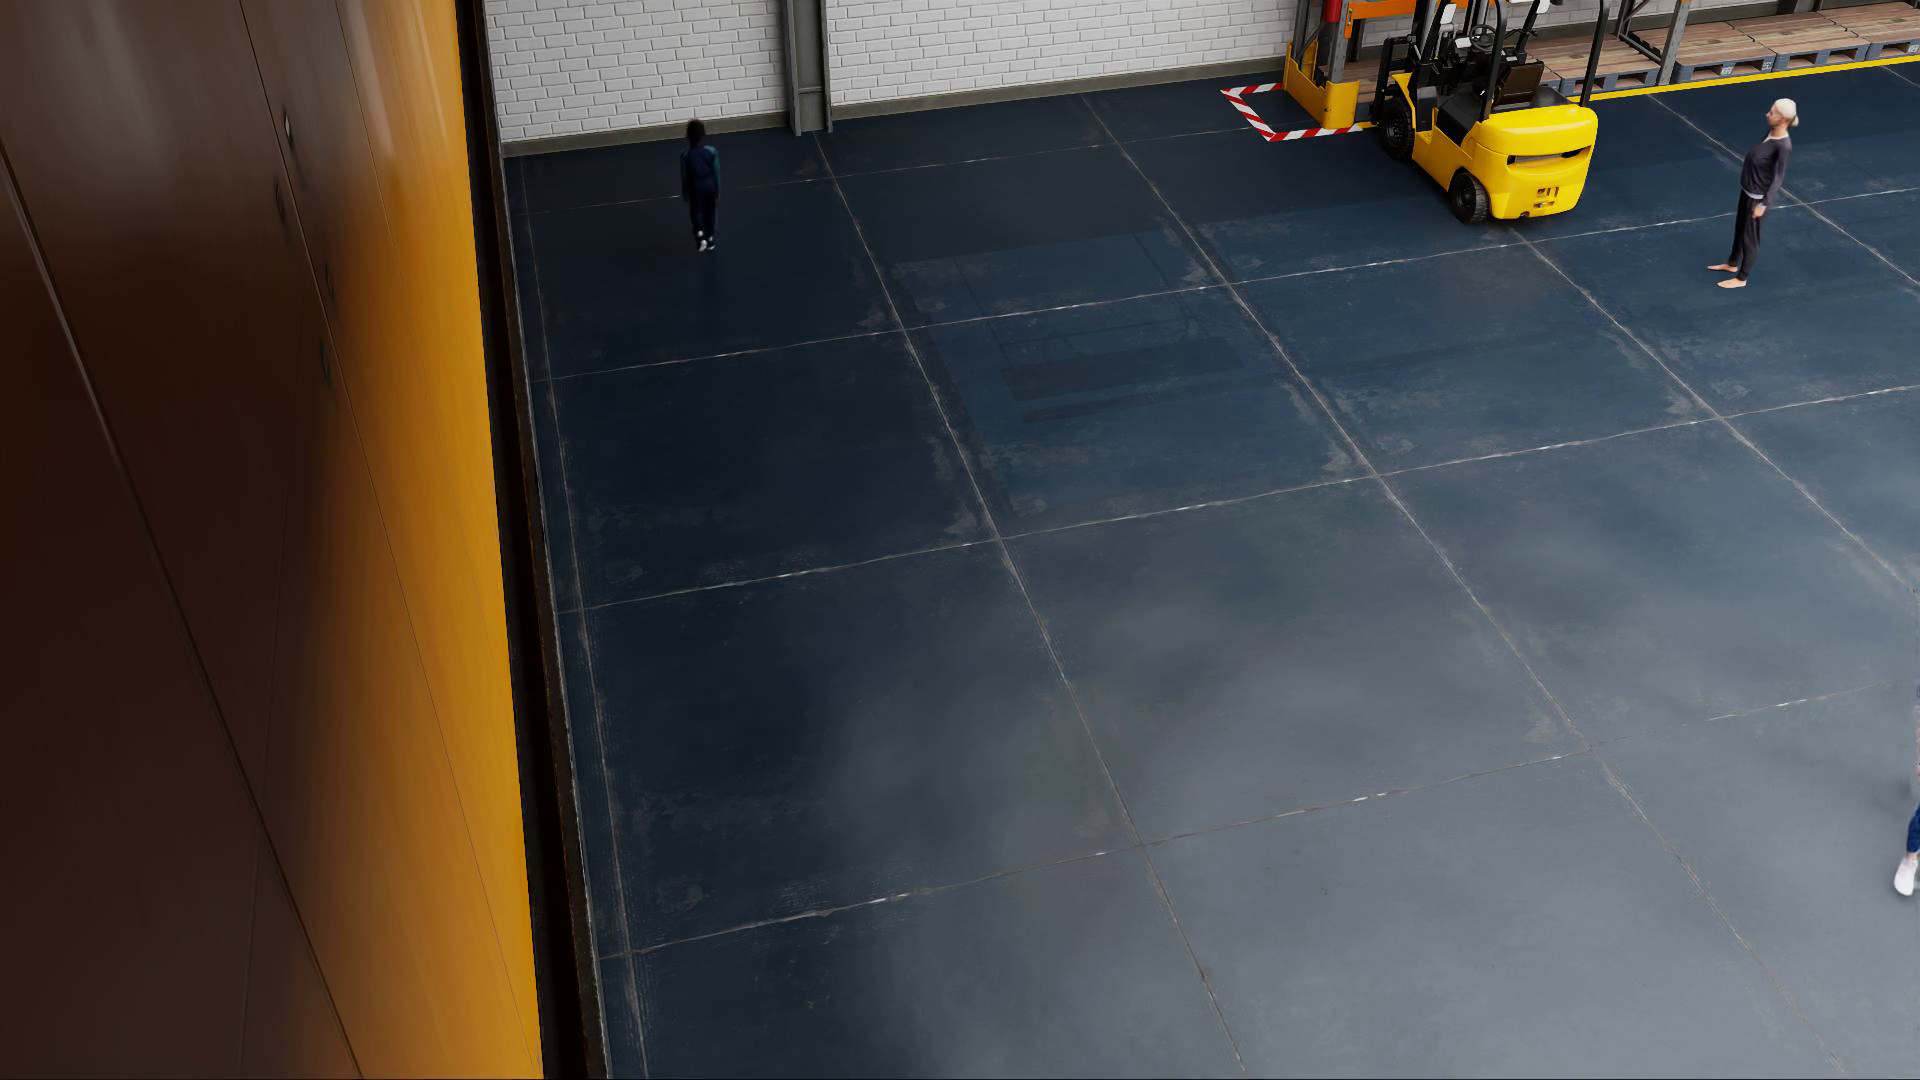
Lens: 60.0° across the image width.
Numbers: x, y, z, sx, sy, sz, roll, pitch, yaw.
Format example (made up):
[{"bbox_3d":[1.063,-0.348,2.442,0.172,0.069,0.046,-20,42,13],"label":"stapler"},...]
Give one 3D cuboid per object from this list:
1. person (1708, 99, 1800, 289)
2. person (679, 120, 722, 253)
[{"bbox_3d":[6.968,-3.037,14.489,0.633,1.727,0.668,3,39,4],"label":"person"},{"bbox_3d":[-2.330,-3.169,15.039,0.605,1.246,0.572,-8,39,-9],"label":"person"}]
